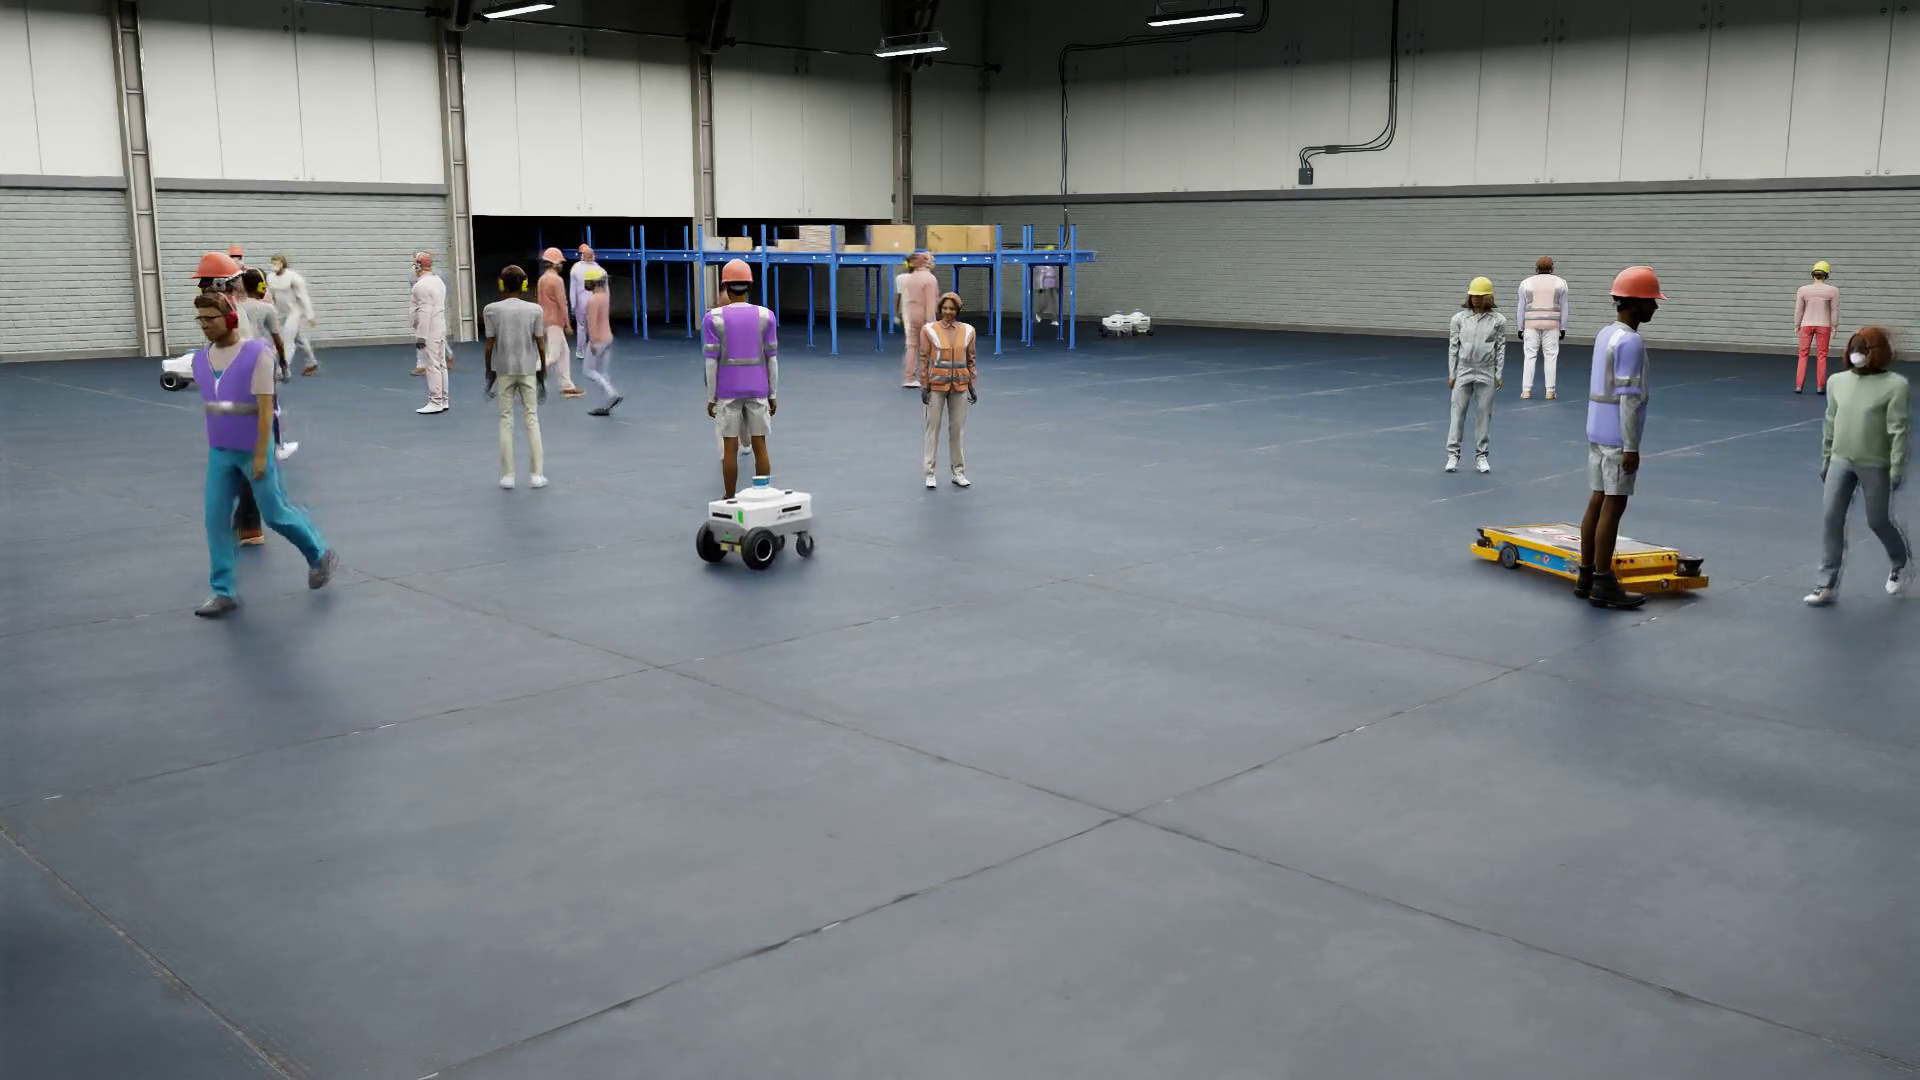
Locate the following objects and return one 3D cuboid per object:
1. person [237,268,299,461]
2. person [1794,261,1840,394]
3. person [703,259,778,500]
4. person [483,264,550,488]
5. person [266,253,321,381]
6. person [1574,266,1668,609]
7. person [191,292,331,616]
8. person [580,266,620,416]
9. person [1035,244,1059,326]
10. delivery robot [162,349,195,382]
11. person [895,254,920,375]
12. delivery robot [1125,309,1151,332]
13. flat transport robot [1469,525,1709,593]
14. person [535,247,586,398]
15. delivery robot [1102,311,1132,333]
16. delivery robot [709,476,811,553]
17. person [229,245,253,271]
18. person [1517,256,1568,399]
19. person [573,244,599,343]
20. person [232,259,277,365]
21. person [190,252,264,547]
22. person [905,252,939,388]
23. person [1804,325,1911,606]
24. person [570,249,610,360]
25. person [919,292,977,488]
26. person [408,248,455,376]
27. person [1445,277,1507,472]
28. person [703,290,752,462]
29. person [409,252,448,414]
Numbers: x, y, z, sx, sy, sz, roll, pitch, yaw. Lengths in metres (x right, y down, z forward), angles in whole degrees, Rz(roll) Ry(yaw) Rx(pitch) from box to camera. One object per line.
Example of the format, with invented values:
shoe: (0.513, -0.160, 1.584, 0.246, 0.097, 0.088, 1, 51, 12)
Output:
person: (-6.440, -1.569, 15.233, 0.505, 1.808, 1.016, 4, 11, 20)
person: (11.466, -2.844, 22.284, 0.533, 1.768, 0.310, 7, 12, 32)
person: (-1.618, -1.099, 12.303, 0.544, 1.938, 0.355, -3, 11, -17)
person: (-3.733, -1.375, 14.002, 0.532, 1.866, 0.310, -3, 11, -14)
person: (-9.904, -3.320, 24.655, 0.673, 1.871, 1.104, 5, 12, 25)
person: (3.804, -0.596, 9.557, 0.376, 1.936, 0.549, 1, 10, 4)
person: (-4.058, -0.524, 9.546, 0.590, 1.804, 0.894, 3, 11, 17)
person: (-4.252, -2.334, 19.560, 0.389, 1.755, 0.525, 2, 11, 10)
person: (2.092, -6.015, 39.212, 0.628, 1.897, 0.644, -8, 13, -39)
delivery robot: (-10.615, -2.393, 22.989, 0.707, 0.478, 0.477, -2, 11, -10)
person: (-0.659, -3.372, 24.993, 0.530, 1.824, 0.945, -4, 11, -20)
delivery robot: (3.771, -4.659, 35.334, 0.477, 0.478, 0.707, -3, 10, -18)
flat transport robot: (3.919, 0.095, 10.453, 0.652, 0.197, 1.431, -4, 11, -19)
person: (-5.340, -2.807, 21.568, 0.921, 1.963, 0.622, -7, 12, -32)
delivery robot: (3.259, -4.493, 34.444, 0.477, 0.478, 0.707, -6, 12, -28)
delivery robot: (-1.307, -0.176, 10.902, 0.477, 0.478, 0.707, 8, 13, 37)
person: (-12.308, -4.059, 28.436, 0.543, 1.941, 0.353, -4, 11, -21)
person: (7.568, -2.763, 21.636, 0.626, 1.845, 0.429, 4, 11, 18)
person: (-7.401, -4.886, 32.949, 0.545, 1.939, 0.373, -7, 13, -35)
person: (-7.183, -1.870, 16.680, 0.673, 1.861, 0.865, -2, 11, -13)
person: (-5.018, -0.969, 11.435, 0.381, 1.994, 0.617, -5, 11, -24)
person: (-0.391, -3.062, 23.182, 0.932, 1.864, 0.678, -7, 12, -34)
person: (5.260, -0.442, 9.627, 0.743, 1.613, 0.514, -6, 12, -31)
person: (-6.275, -3.969, 28.105, 0.682, 1.883, 0.721, -4, 11, -20)
person: (-0.103, -1.264, 14.022, 0.513, 1.638, 0.313, -4, 11, -19)
person: (-8.115, -3.492, 25.424, 0.638, 1.918, 0.732, 4, 11, 23)
person: (4.638, -1.485, 14.942, 0.487, 1.741, 0.312, 2, 11, 13)
person: (-2.156, -1.556, 15.727, 0.538, 1.593, 0.797, -1, 10, -3)
person: (-6.366, -2.473, 19.888, 0.399, 1.905, 0.642, 0, 10, 2)
